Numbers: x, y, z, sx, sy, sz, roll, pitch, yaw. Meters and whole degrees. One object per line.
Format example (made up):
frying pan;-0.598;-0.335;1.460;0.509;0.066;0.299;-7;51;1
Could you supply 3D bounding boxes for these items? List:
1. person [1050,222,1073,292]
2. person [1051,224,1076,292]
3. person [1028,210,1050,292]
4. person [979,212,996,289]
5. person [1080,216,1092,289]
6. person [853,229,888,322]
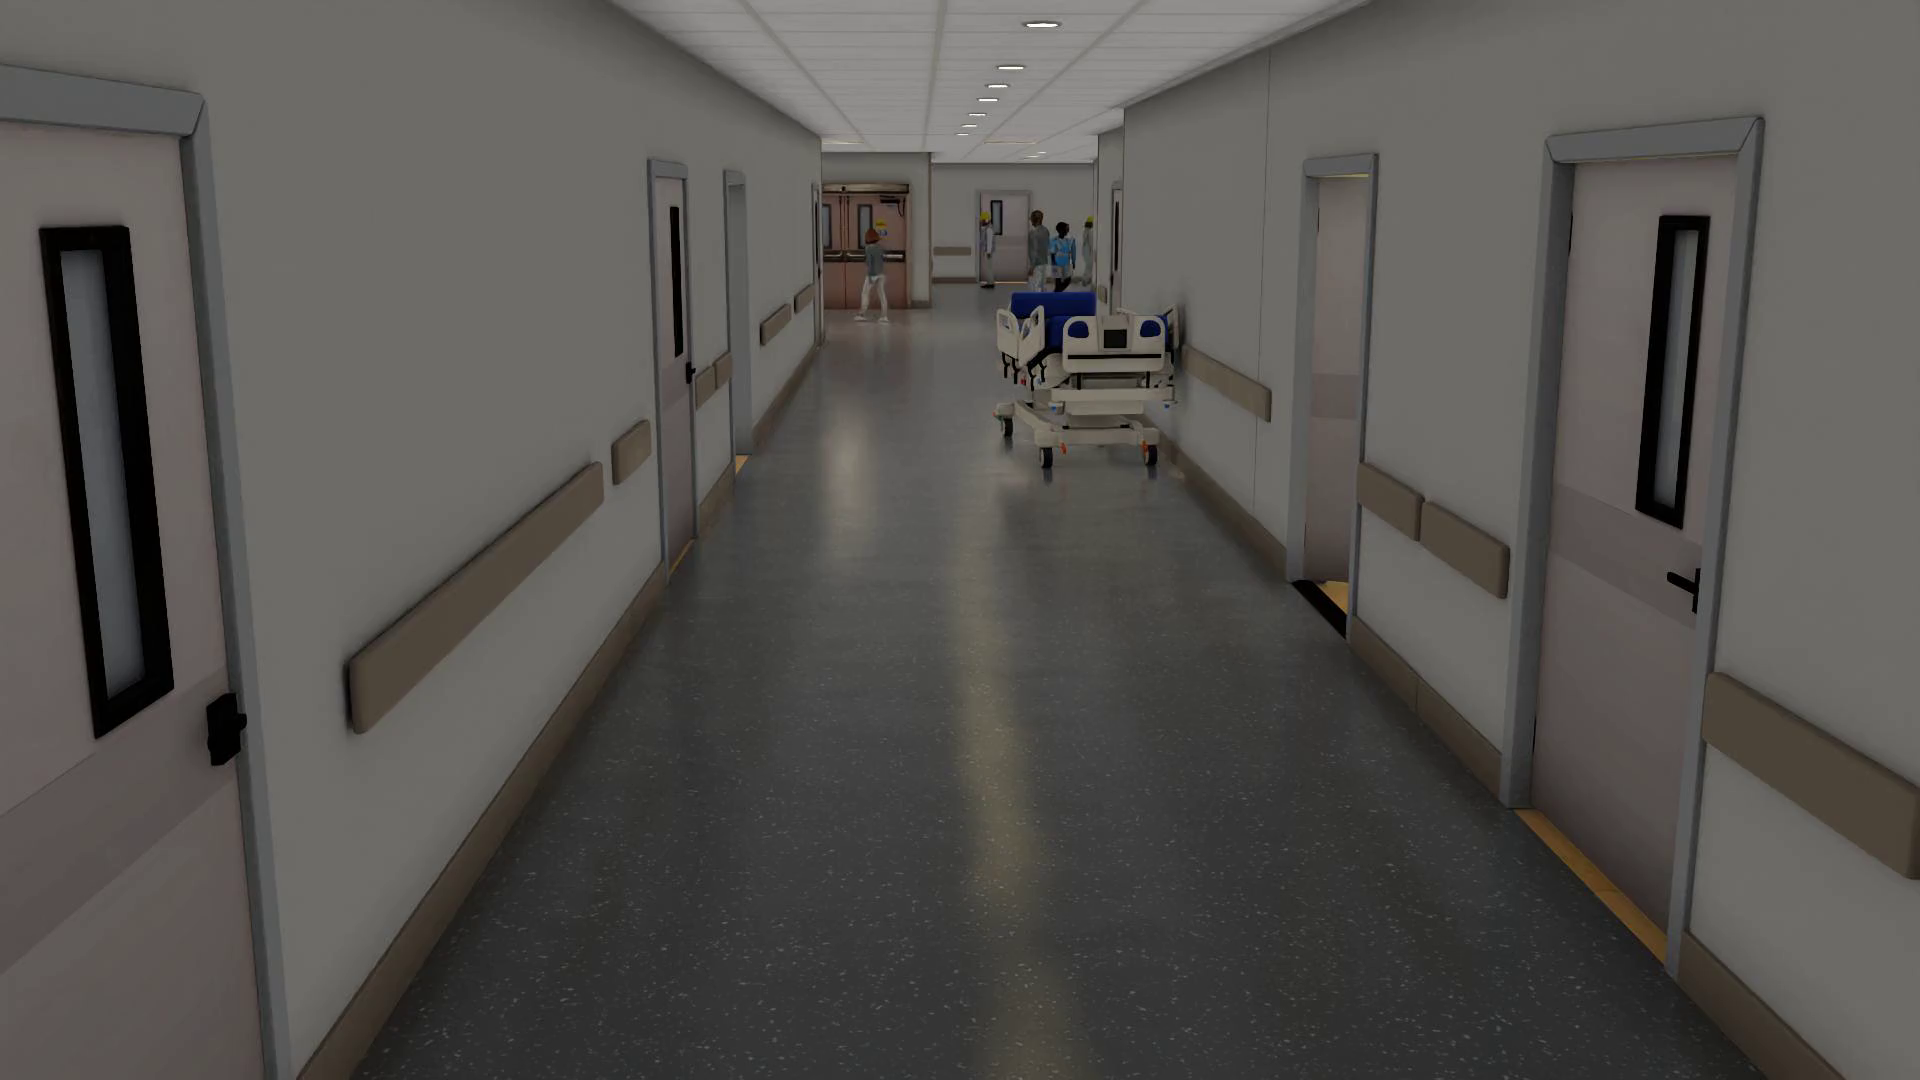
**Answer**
person;1.979;-5.449;32.925;0.540;1.682;0.405;-8;14;-34
person;2.114;-5.640;33.957;0.515;1.641;0.309;3;12;14
person;1.351;-4.772;28.998;0.357;1.938;0.637;5;13;25
person;0.643;-6.927;39.811;0.430;1.815;0.652;-1;12;-3
person;3.065;-6.797;39.391;0.402;1.726;0.493;-2;12;-8
person;-1.548;-4.593;28.953;0.752;1.604;0.507;9;15;38
